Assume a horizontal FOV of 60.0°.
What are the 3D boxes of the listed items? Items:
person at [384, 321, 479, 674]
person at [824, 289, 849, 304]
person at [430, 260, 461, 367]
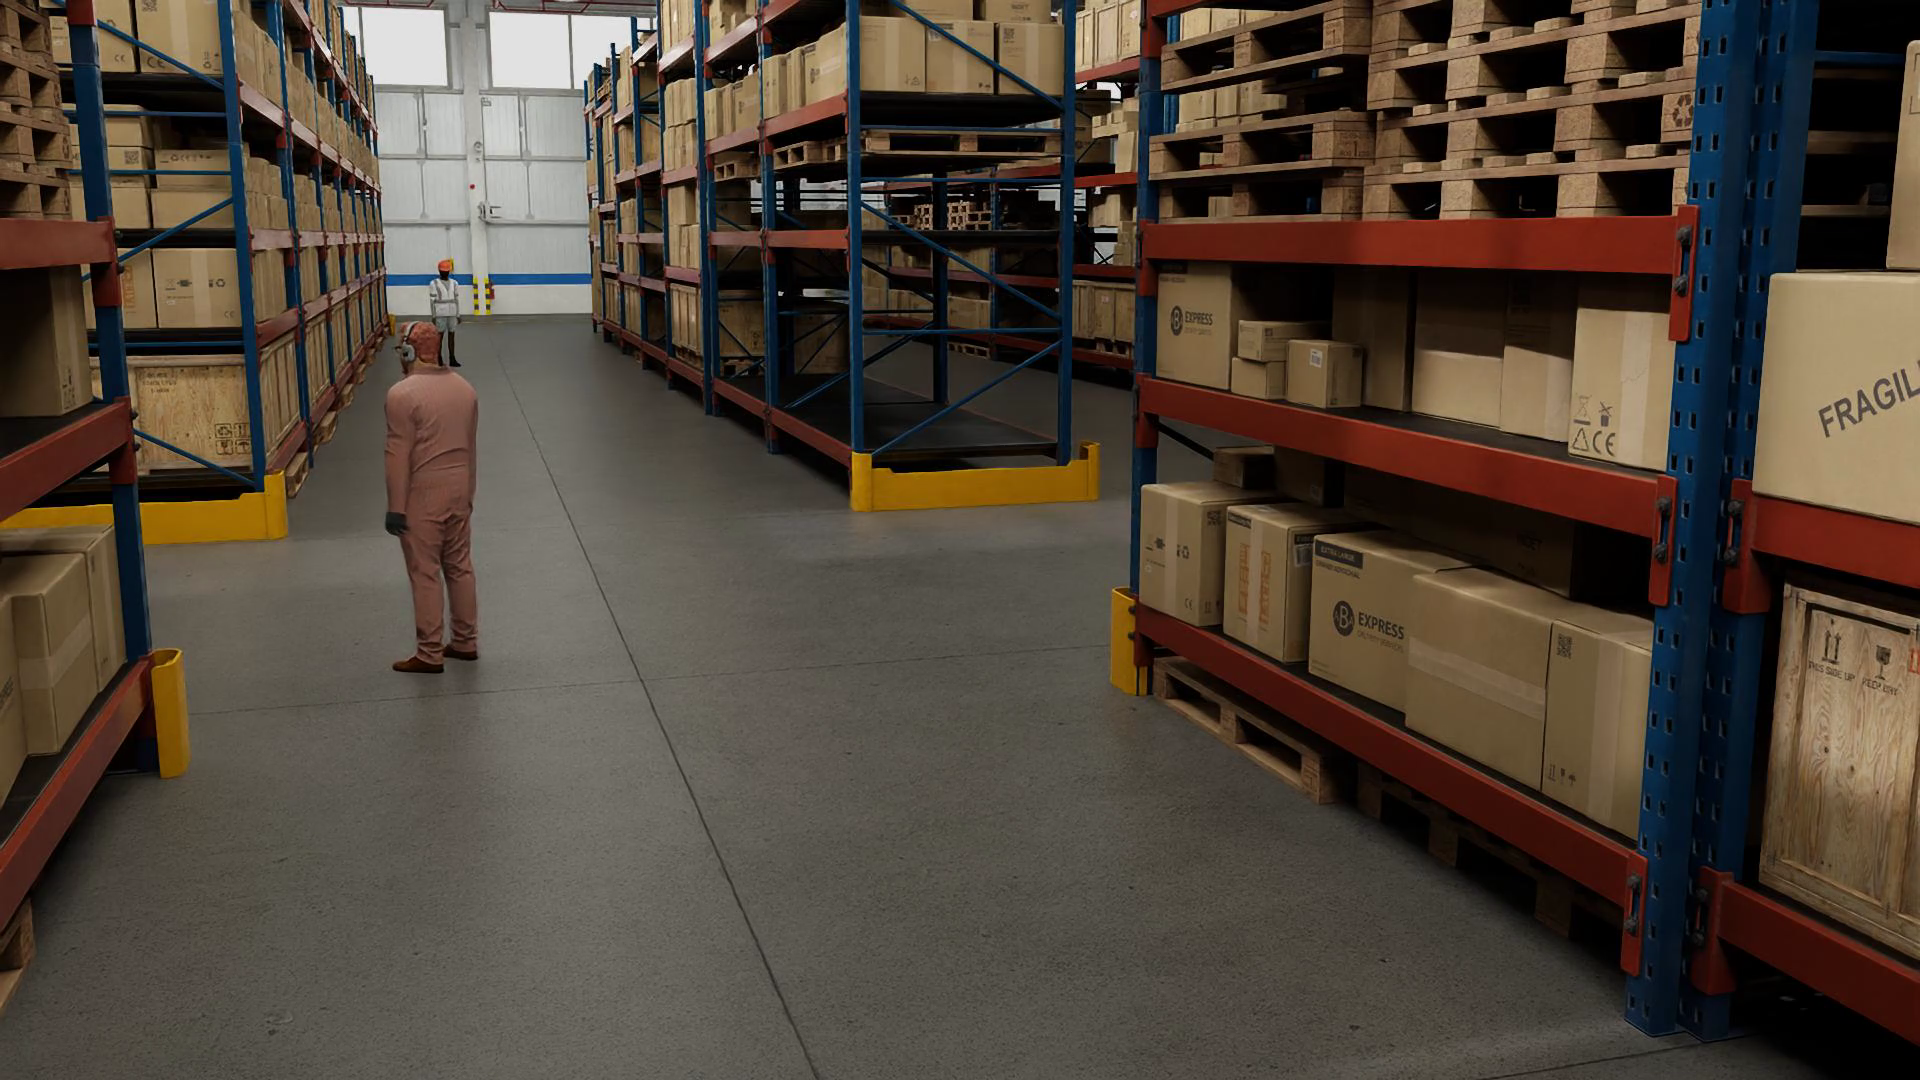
[{"bbox_3d":[-2.890,-0.233,9.048,0.400,1.901,0.642,4,11,21],"label":"person"},{"bbox_3d":[-2.277,-4.199,31.034,0.588,1.794,0.902,-4,11,-20],"label":"person"},{"bbox_3d":[-9.274,-4.082,30.040,0.551,1.932,0.367,-10,14,-43],"label":"person"}]
